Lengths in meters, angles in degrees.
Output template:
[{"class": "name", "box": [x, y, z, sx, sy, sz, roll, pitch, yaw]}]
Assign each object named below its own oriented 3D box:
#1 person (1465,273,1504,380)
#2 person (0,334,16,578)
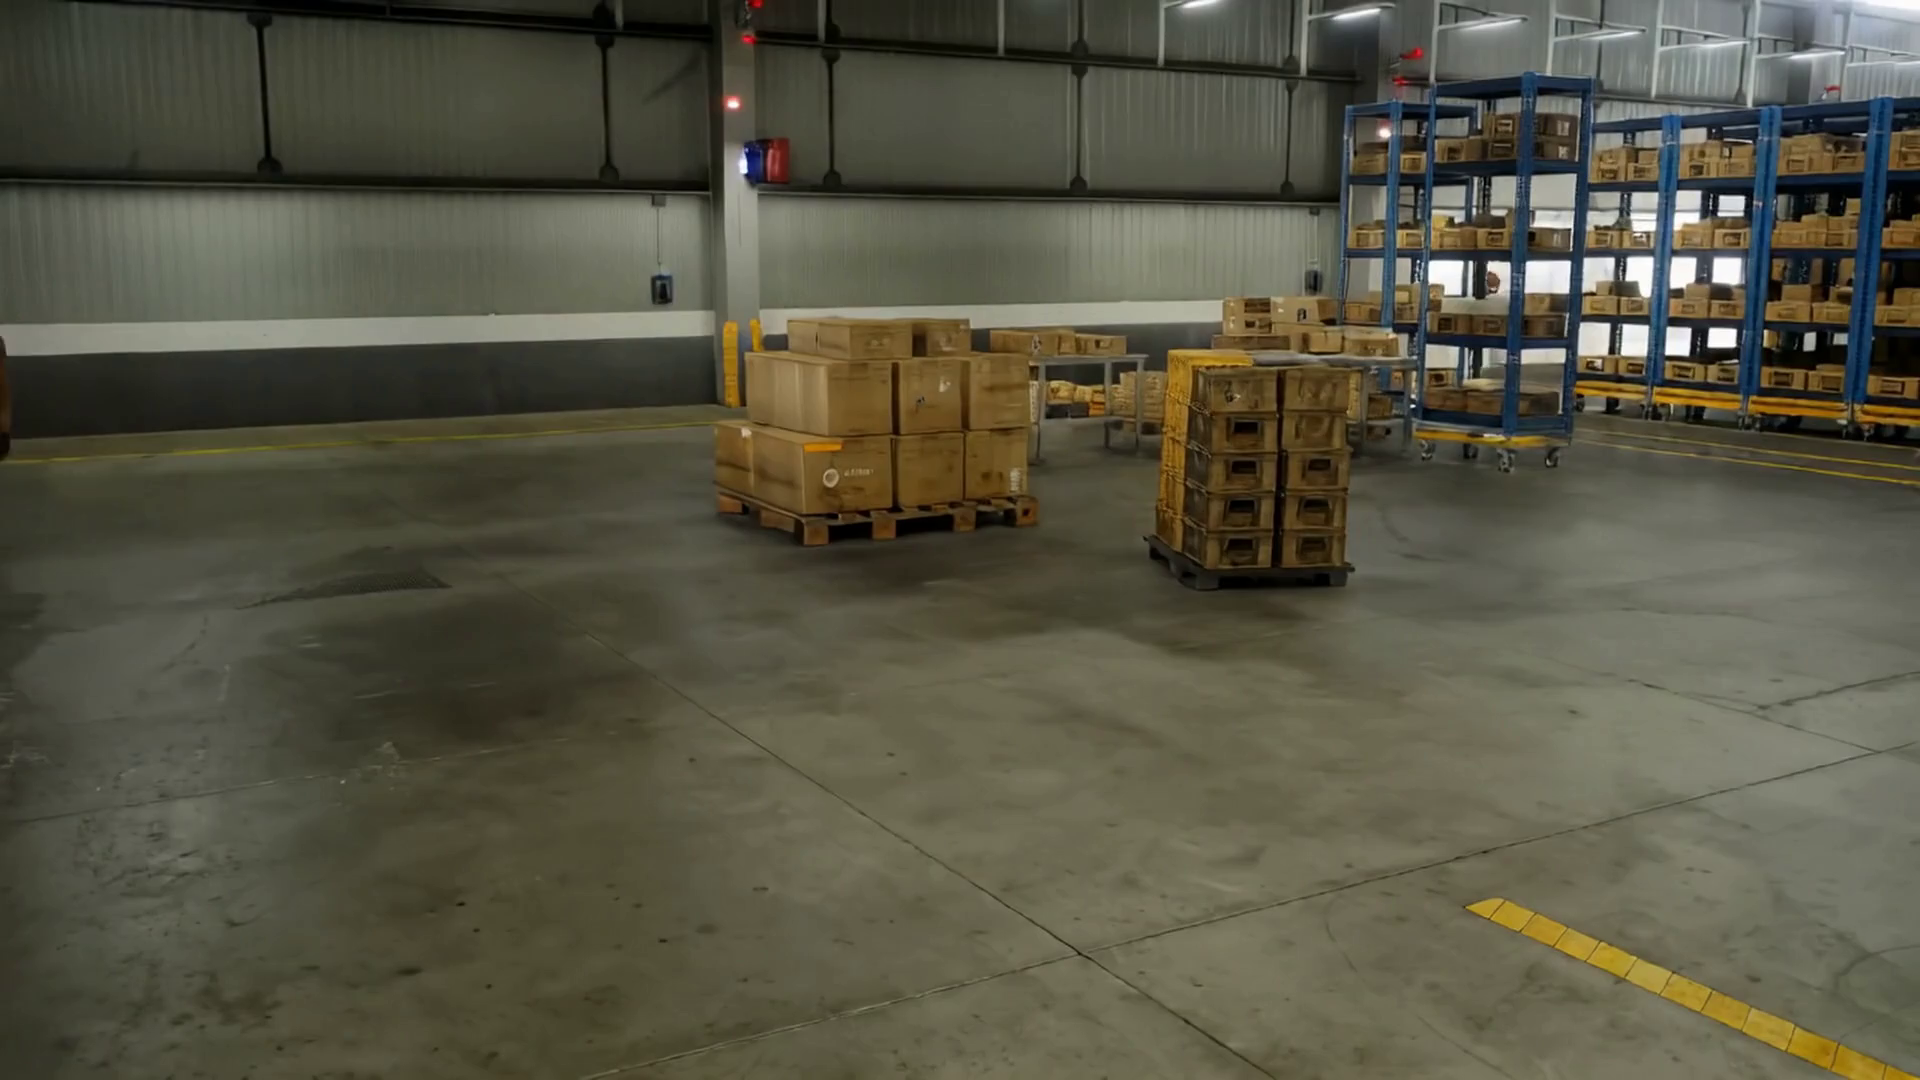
[{"class": "person", "box": [7.329, -2.838, 23.072, 0.912, 1.699, 0.590, -5, 11, -27]}, {"class": "person", "box": [-6.206, -0.720, 10.357, 0.887, 1.966, 0.616, 5, 11, 27]}]
